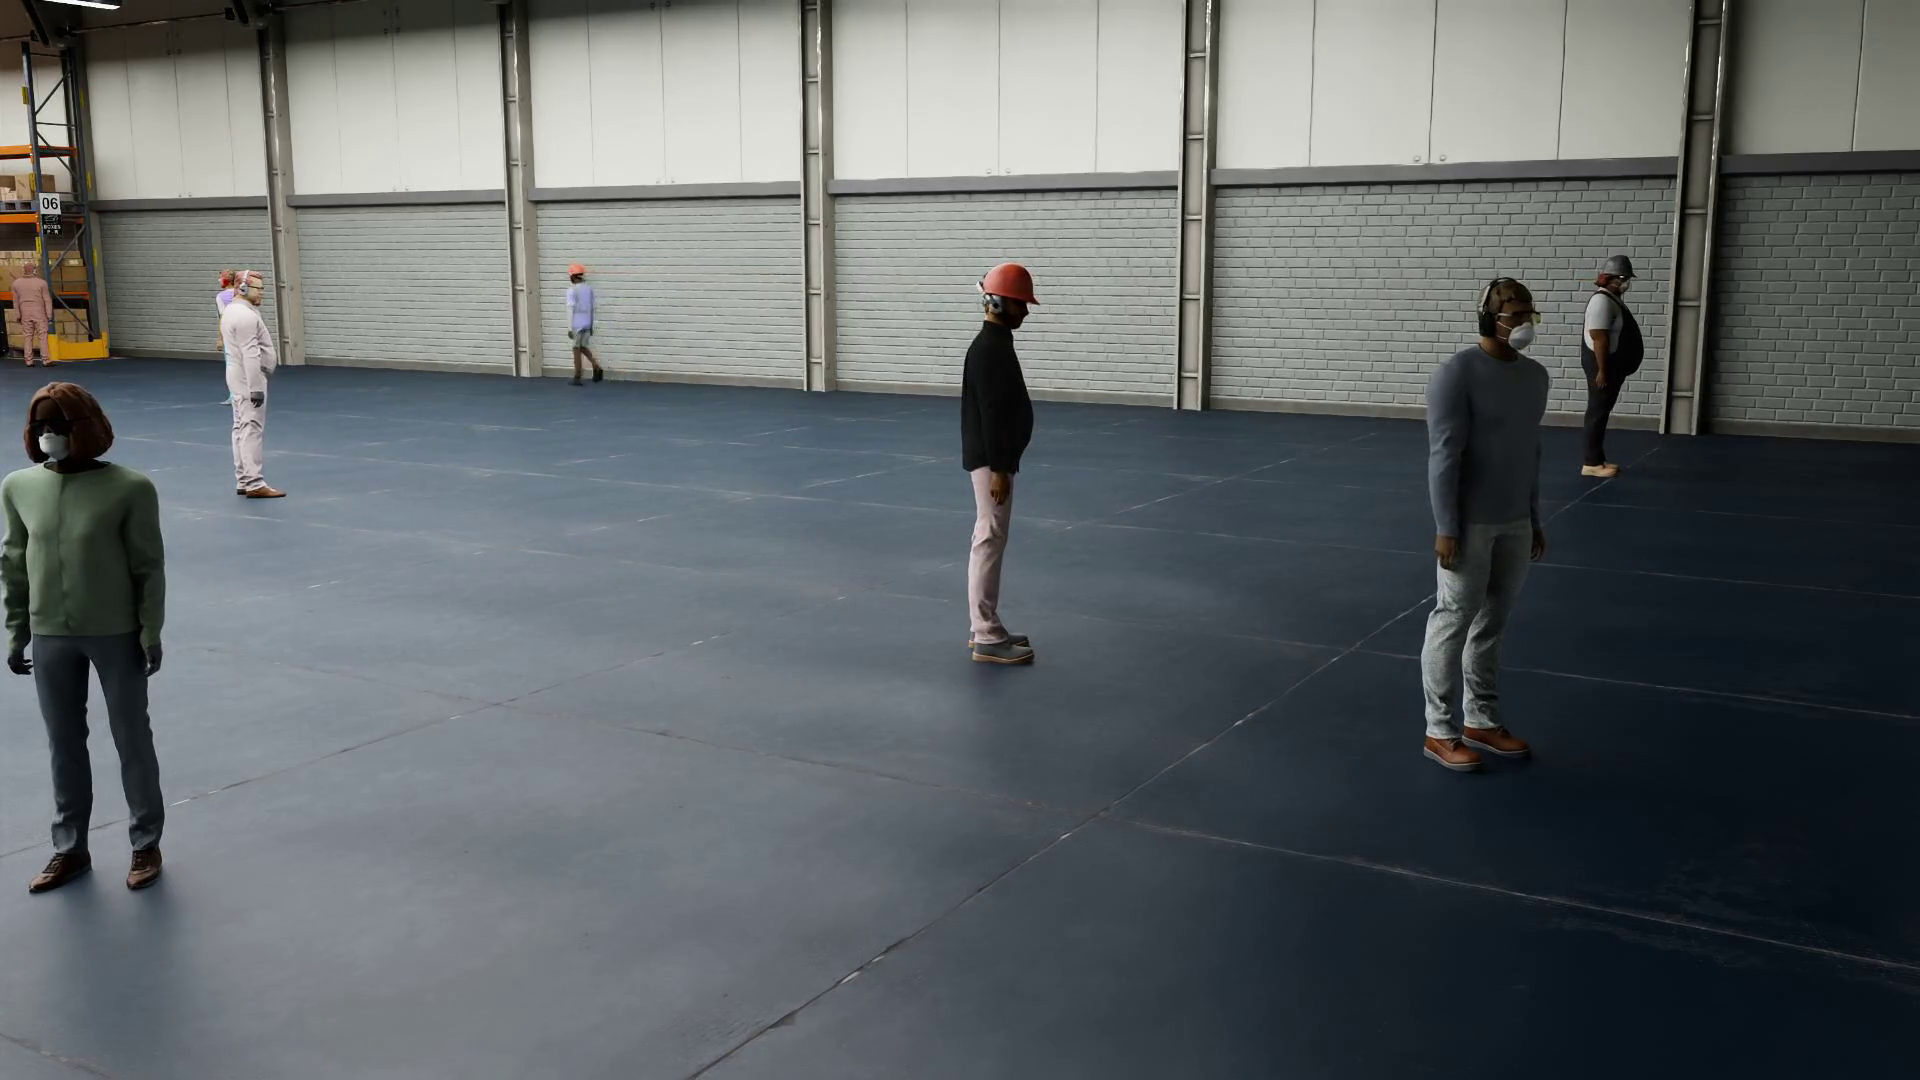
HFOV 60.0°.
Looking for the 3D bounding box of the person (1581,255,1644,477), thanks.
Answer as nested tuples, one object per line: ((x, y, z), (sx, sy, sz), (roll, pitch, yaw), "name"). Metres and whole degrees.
((6.027, -1.612, 15.377), (0.535, 2.000, 0.686), (5, 11, 26), "person")

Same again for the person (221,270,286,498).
((-5.950, -1.304, 13.986), (0.399, 1.902, 0.642), (-6, 12, -33), "person")

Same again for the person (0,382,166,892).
((-2.789, 0.311, 5.309), (0.501, 1.633, 0.279), (-1, 10, -4), "person")

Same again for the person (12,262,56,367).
((-16.902, -4.107, 30.382), (0.652, 1.904, 0.403), (-1, 10, -5), "person")

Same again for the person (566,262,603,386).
((-5.886, -3.344, 25.846), (0.523, 1.927, 0.560), (6, 11, 32), "person")

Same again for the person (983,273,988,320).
((0.368, -1.822, 17.108), (0.309, 1.868, 0.535), (4, 10, 21), "person")

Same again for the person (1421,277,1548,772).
((2.101, -0.065, 6.620), (0.627, 1.941, 0.373), (-6, 12, -33), "person")

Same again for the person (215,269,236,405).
((-9.855, -2.749, 22.589), (0.384, 1.849, 0.570), (2, 10, 13), "person")

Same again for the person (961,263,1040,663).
((0.202, -0.386, 8.360), (0.392, 1.985, 0.610), (0, 10, 1), "person")
